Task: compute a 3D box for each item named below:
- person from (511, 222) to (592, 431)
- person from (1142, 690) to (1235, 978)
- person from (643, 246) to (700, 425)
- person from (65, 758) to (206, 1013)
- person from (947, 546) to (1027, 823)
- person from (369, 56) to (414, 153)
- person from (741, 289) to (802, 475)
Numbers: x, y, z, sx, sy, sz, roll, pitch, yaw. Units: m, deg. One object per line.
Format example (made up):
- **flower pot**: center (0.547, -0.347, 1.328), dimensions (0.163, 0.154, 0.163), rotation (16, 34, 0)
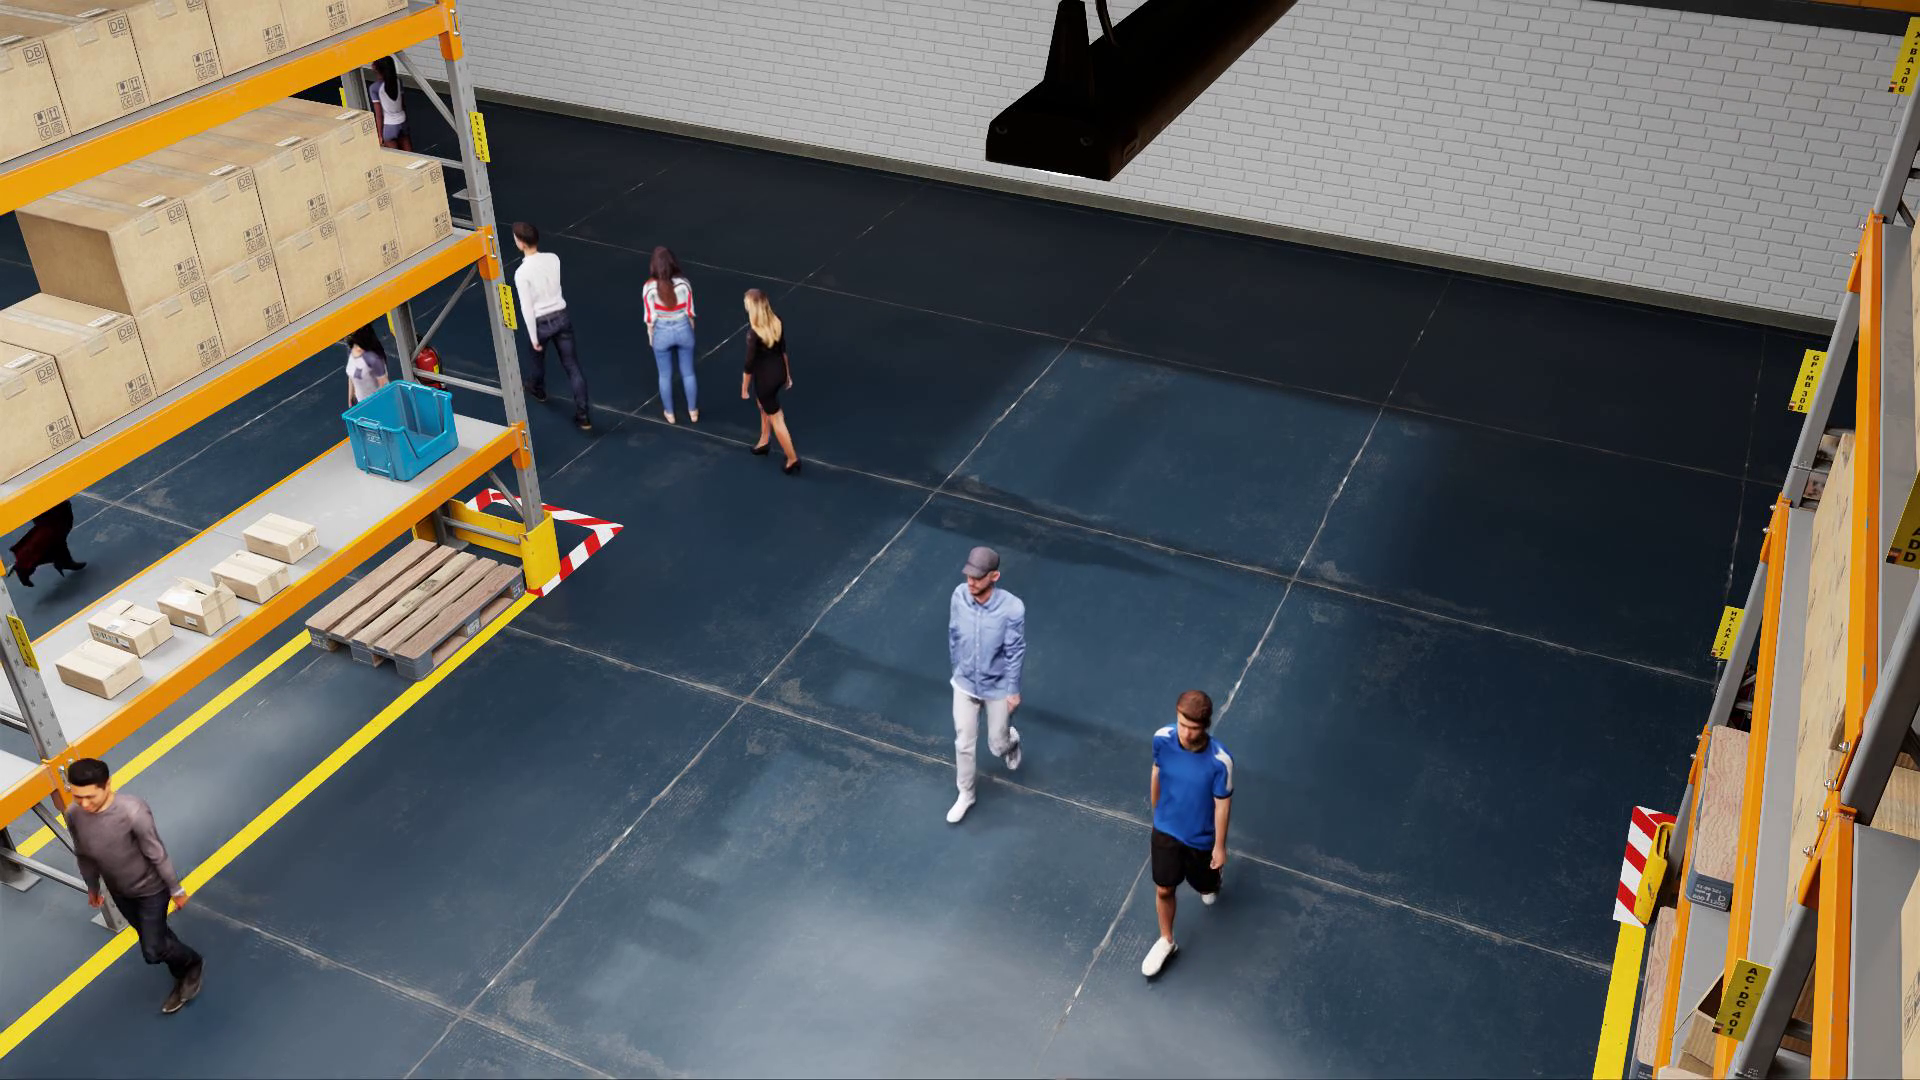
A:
- **person**: center (-3.413, -1.766, 14.050), dimensions (1.288, 1.811, 1.067), rotation (-25, 41, -32)
- **person**: center (1.292, 1.520, 9.073), dimensions (0.711, 1.848, 1.093), rotation (18, 38, 25)
- **person**: center (-2.444, -1.751, 14.205), dimensions (0.664, 1.614, 0.696), rotation (-8, 34, -11)
- **person**: center (-4.285, 1.762, 8.794), dimensions (0.742, 1.755, 0.684), rotation (10, 35, 15)
- **person**: center (0.187, 0.826, 10.097), dimensions (0.664, 1.871, 0.949), rotation (14, 36, 20)
- **person**: center (-6.201, -4.482, 18.217), dimensions (0.671, 1.721, 0.478), rotation (17, 37, 23)
- **person**: center (-1.462, -1.226, 13.383), dimensions (0.667, 1.650, 0.751), rotation (19, 38, 26)
